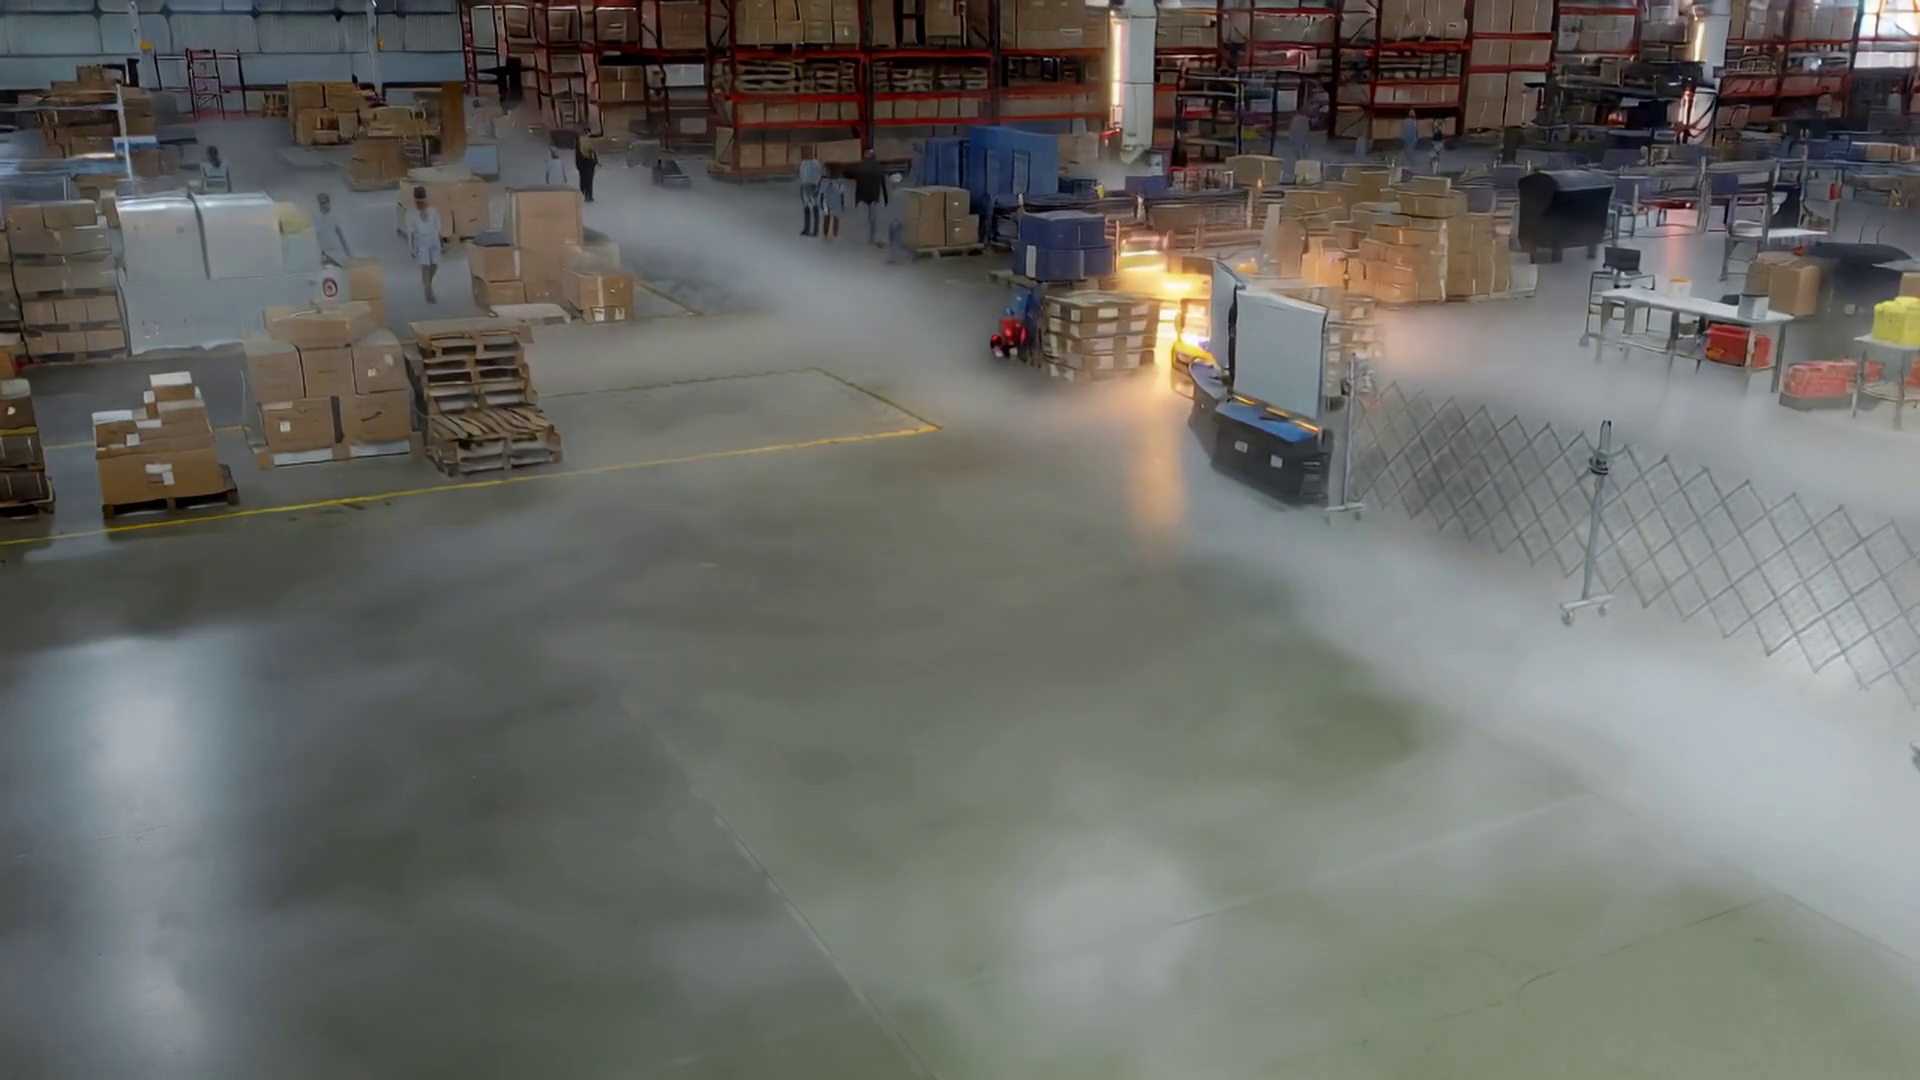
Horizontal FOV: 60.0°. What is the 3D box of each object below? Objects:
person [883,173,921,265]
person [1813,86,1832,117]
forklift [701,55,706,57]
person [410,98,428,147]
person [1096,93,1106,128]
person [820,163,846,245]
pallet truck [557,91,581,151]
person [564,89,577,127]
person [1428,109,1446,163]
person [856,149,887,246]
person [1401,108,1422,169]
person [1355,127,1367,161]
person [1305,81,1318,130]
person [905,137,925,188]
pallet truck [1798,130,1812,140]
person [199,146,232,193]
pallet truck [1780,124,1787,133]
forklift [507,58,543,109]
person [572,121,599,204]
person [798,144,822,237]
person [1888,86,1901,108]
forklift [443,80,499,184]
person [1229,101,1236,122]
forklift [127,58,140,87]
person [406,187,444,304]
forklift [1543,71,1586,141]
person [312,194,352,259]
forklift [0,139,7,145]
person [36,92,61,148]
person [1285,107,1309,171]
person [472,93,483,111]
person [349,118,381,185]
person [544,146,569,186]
[{"bbox_3d":[-1.107,-6.121,31.775,0.688,1.711,0.556,2,18,5],"label":"person"},{"bbox_3d":[32.483,-16.171,62.830,0.941,1.892,0.576,-10,20,-28],"label":"person"},{"bbox_3d":[-10.399,-18.658,69.003,1.873,2.768,1.129,-9,20,-26],"label":"forklift"},{"bbox_3d":[-19.007,-14.788,58.510,0.594,1.910,0.382,3,18,9],"label":"person"},{"bbox_3d":[5.825,-17.786,68.063,0.641,1.780,0.844,-2,18,-7],"label":"person"},{"bbox_3d":[-2.633,-6.974,34.512,0.549,1.677,0.539,-3,18,-9],"label":"person"},{"bbox_3d":[-13.495,-14.412,57.188,0.823,1.965,1.885,-3,18,-9],"label":"pallet truck"},{"bbox_3d":[-14.386,-15.684,61.403,0.429,1.845,0.621,9,20,25],"label":"person"},{"bbox_3d":[14.982,-12.678,52.281,0.699,1.679,0.535,-11,21,-30],"label":"person"},{"bbox_3d":[-1.849,-7.097,34.479,0.647,1.953,0.998,3,18,10],"label":"person"},{"bbox_3d":[13.766,-12.192,50.571,0.807,1.800,0.626,-11,21,-30],"label":"person"},{"bbox_3d":[11.059,-10.527,45.690,0.609,1.613,0.509,-1,18,-4],"label":"person"},{"bbox_3d":[14.151,-17.475,66.851,0.451,1.921,0.652,-4,18,-11],"label":"person"},{"bbox_3d":[-1.089,-8.962,40.615,0.577,1.732,0.566,12,21,33],"label":"person"},{"bbox_3d":[25.526,-11.556,49.408,1.630,1.274,0.653,-9,20,-26],"label":"pallet truck"},{"bbox_3d":[-16.088,-7.566,36.010,0.592,1.904,0.462,-11,21,-30],"label":"person"},{"bbox_3d":[25.206,-12.542,52.601,1.601,1.201,0.680,0,18,-2],"label":"pallet truck"},{"bbox_3d":[-17.451,-17.546,65.536,1.873,2.768,1.129,-9,20,-26],"label":"forklift"},{"bbox_3d":[-9.350,-9.456,41.667,0.536,2.000,0.687,-15,23,-39],"label":"person"},{"bbox_3d":[-3.220,-7.484,35.638,0.604,1.966,0.367,14,22,37],"label":"person"},{"bbox_3d":[36.961,-17.084,65.891,0.315,1.767,0.535,-4,18,-12],"label":"person"},{"bbox_3d":[-13.879,-11.261,45.940,1.873,2.768,1.129,-9,20,-26],"label":"forklift"},{"bbox_3d":[9.741,-15.142,60.083,0.546,1.622,0.506,5,18,15],"label":"person"},{"bbox_3d":[-32.384,-17.515,65.438,1.873,2.768,1.129,-9,20,-26],"label":"forklift"},{"bbox_3d":[-8.957,-4.947,27.807,0.544,1.918,0.773,-11,21,-30],"label":"person"},{"bbox_3d":[18.685,-13.231,52.085,1.873,2.768,1.129,-9,20,-26],"label":"forklift"},{"bbox_3d":[-10.467,-4.832,27.611,0.975,1.828,0.513,6,19,18],"label":"person"},{"bbox_3d":[-35.006,-15.382,58.790,1.873,2.768,1.129,-9,20,-26],"label":"forklift"},{"bbox_3d":[-31.867,-14.686,58.136,0.628,1.940,0.377,-5,19,-16],"label":"person"},{"bbox_3d":[10.128,-12.128,50.259,0.648,1.885,0.727,-6,19,-19],"label":"person"},{"bbox_3d":[-18.424,-16.326,63.770,0.519,1.616,0.678,6,19,18],"label":"person"},{"bbox_3d":[-16.439,-10.648,45.684,0.795,1.862,0.588,-13,22,-36],"label":"person"},{"bbox_3d":[-8.971,-7.850,37.023,0.967,1.827,0.538,17,24,42],"label":"person"}]
